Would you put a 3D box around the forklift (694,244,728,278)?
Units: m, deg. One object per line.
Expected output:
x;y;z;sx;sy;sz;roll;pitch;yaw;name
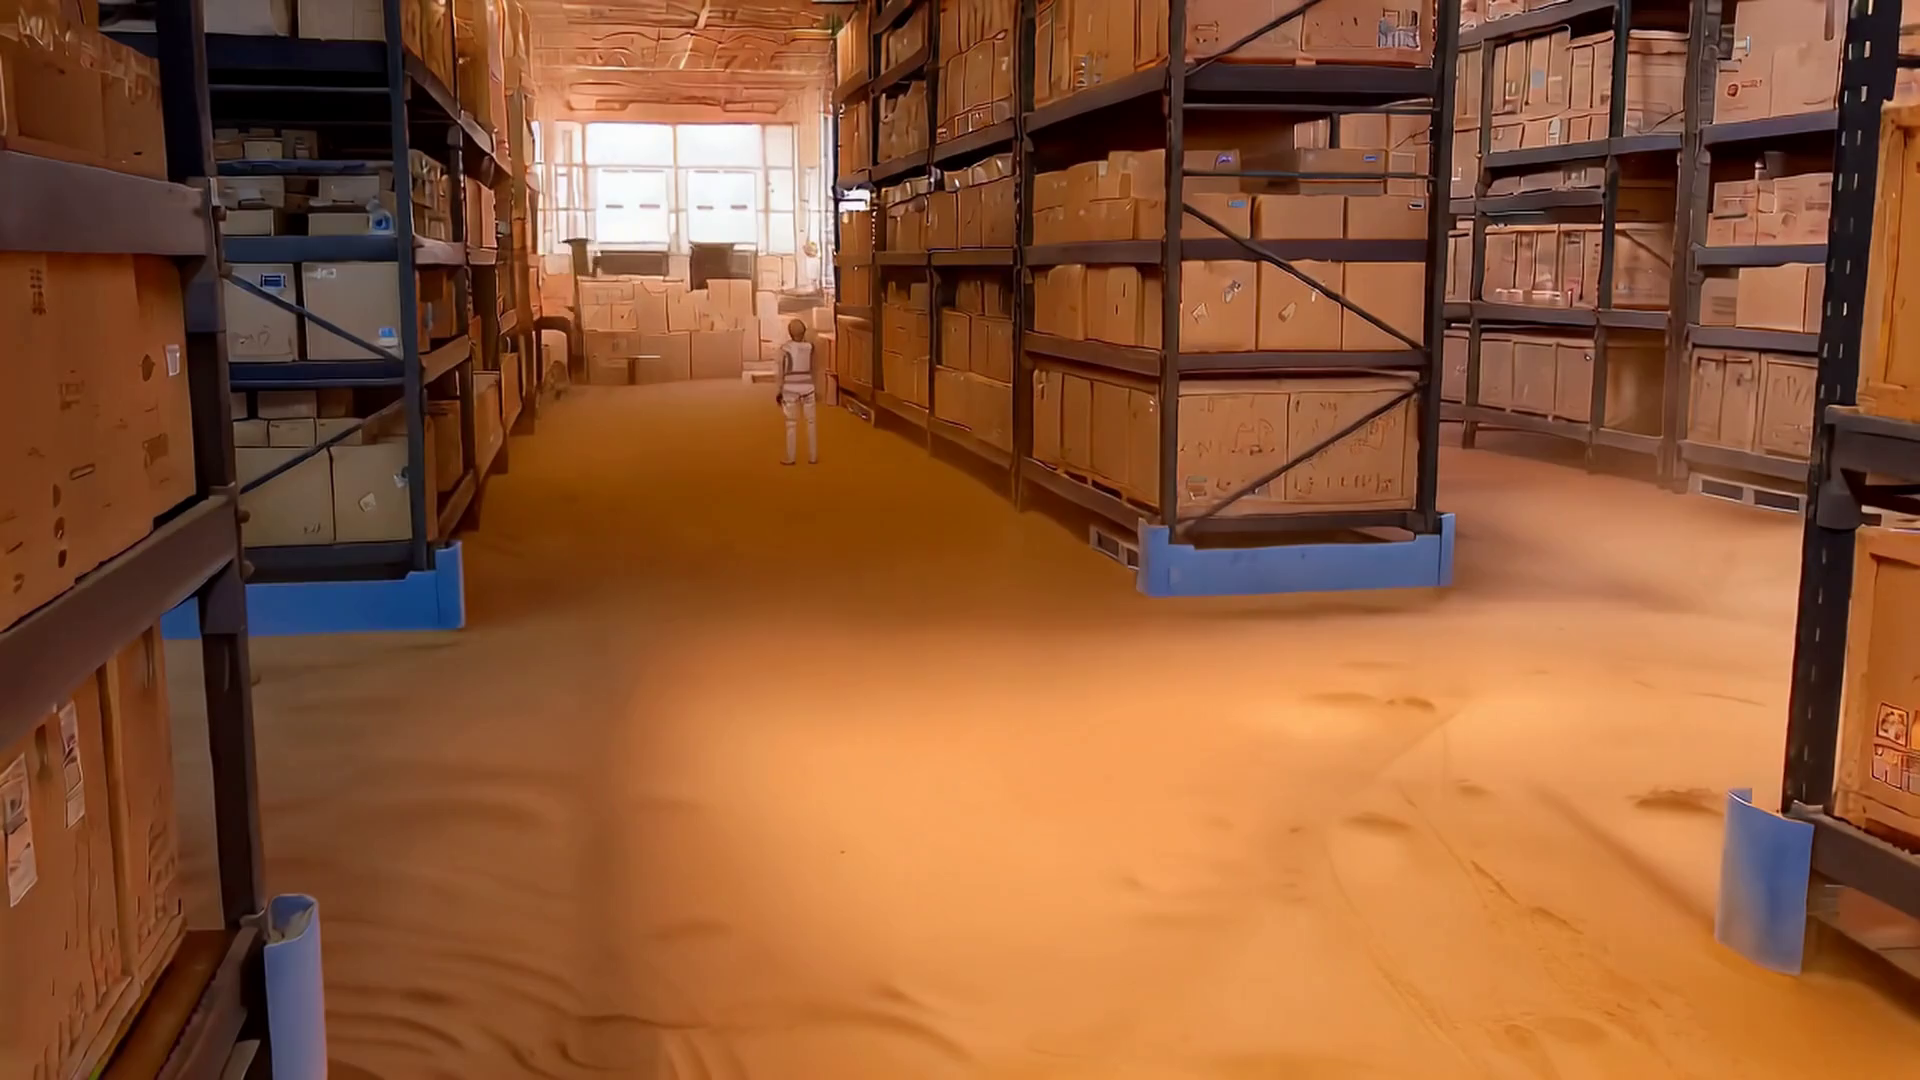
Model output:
-6.612;-6.479;44.317;1.129;2.768;1.873;-2;10;-12;forklift

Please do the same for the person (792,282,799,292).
-6.691;-9.622;67.309;0.602;1.613;0.521;-3;10;-20;person

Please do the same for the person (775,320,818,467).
-1.812;-1.635;18.604;0.512;1.630;0.317;-5;11;-30;person

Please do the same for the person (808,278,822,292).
-5.362;-8.783;61.590;0.652;1.830;0.996;2;10;12;person

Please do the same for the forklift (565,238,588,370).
-8.014;-4.966;35.095;1.873;2.768;1.129;-2;10;-12;forklift

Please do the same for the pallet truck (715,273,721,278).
-8.580;-8.986;62.280;1.885;1.965;0.823;1;9;5;pallet truck
